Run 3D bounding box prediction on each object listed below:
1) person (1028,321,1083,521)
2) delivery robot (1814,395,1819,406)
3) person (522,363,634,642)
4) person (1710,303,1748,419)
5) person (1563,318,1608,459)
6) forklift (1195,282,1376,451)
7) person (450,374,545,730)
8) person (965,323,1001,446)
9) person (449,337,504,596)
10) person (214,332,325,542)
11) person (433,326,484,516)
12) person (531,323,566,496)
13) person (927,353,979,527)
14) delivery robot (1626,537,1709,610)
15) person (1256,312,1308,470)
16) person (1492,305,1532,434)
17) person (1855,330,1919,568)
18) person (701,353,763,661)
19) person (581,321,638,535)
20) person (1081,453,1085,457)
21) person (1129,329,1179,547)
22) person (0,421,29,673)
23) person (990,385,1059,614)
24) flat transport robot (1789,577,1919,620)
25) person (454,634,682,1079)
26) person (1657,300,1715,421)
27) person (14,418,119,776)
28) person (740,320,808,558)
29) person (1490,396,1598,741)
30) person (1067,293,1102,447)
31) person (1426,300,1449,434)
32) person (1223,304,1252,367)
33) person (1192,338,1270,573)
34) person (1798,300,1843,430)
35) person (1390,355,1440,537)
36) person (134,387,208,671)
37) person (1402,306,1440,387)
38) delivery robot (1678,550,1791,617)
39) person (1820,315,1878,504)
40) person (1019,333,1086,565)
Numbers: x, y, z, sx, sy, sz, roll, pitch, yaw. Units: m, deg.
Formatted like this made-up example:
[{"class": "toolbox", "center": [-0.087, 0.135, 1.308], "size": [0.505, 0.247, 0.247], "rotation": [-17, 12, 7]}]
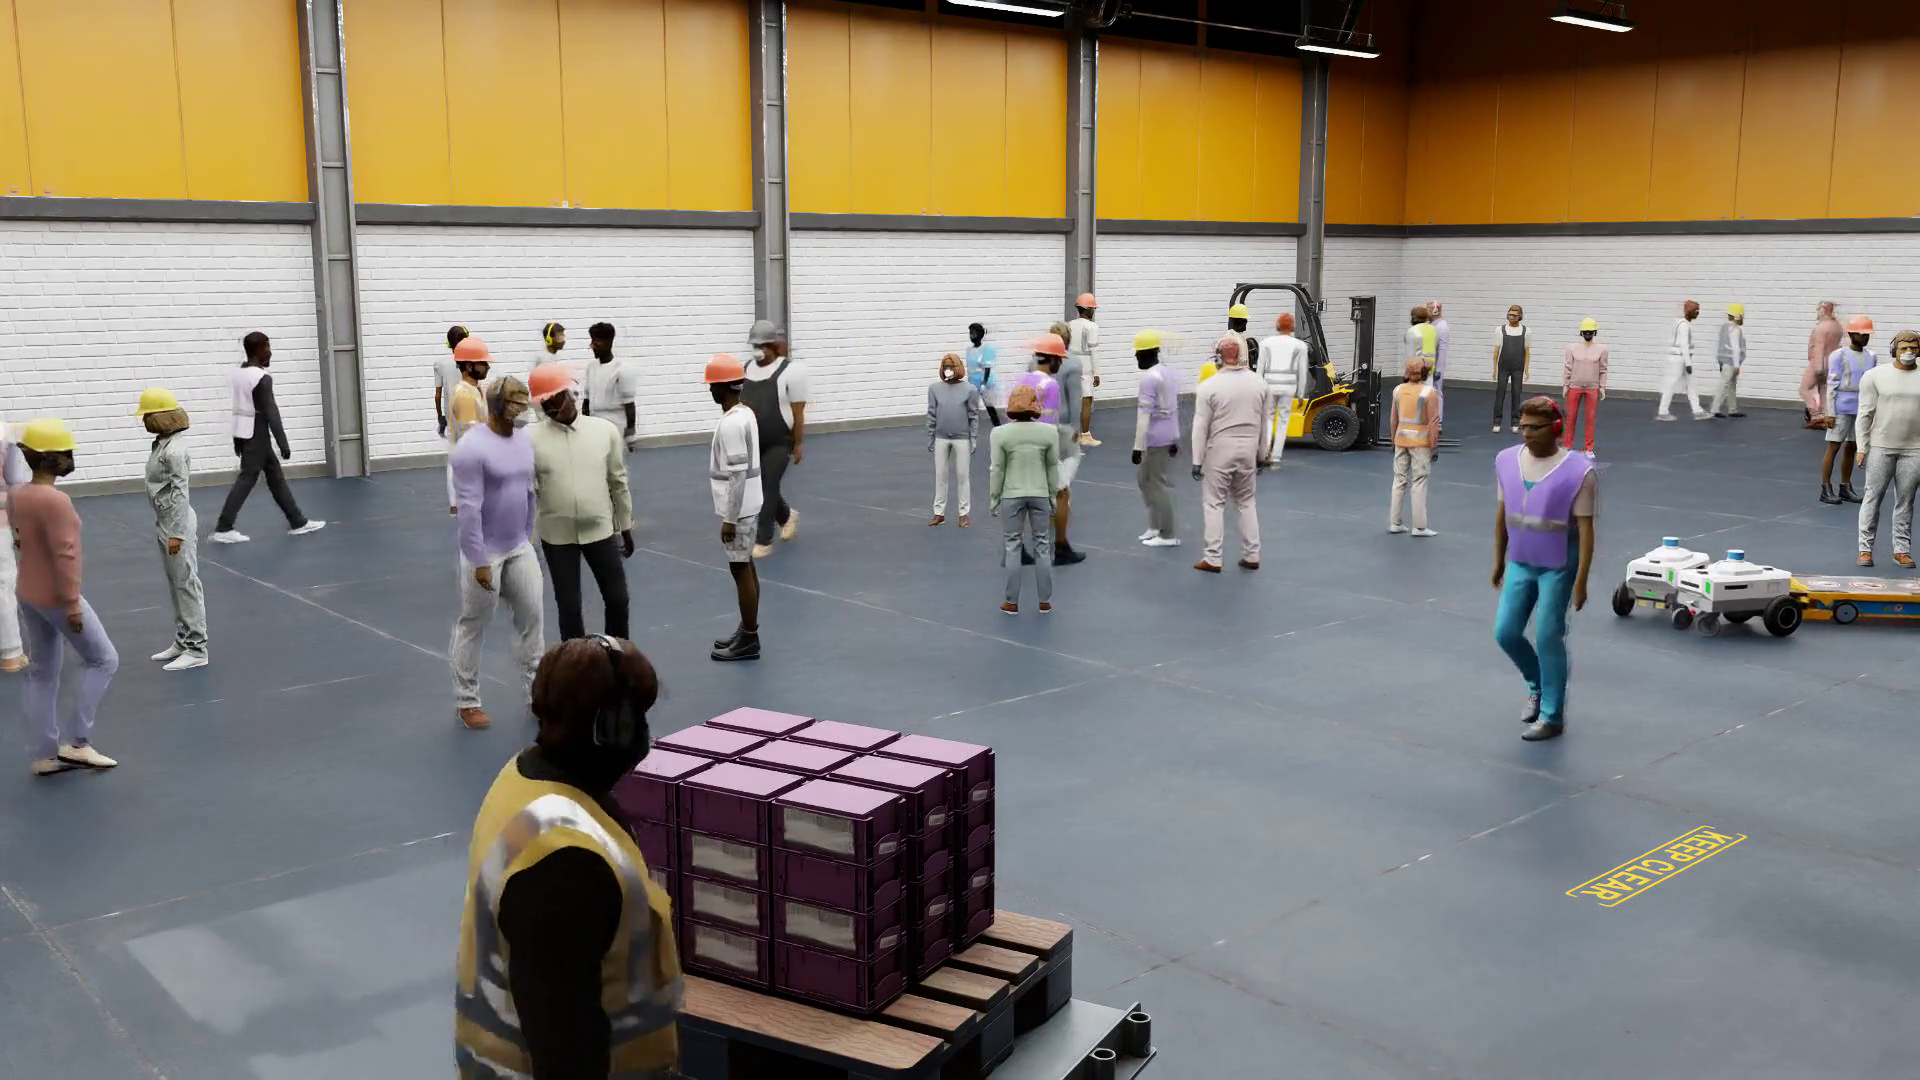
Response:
[{"class": "person", "center": [0.923, -1.128, 15.895], "size": [0.627, 1.917, 0.448], "rotation": [6, 12, 33]}, {"class": "delivery robot", "center": [13.137, -2.053, 25.031], "size": [0.477, 0.478, 0.707], "rotation": [0, 10, 1]}, {"class": "person", "center": [-2.185, -0.045, 9.479], "size": [0.698, 1.947, 0.531], "rotation": [-4, 10, -22]}, {"class": "person", "center": [12.028, -2.784, 25.941], "size": [0.510, 1.834, 0.608], "rotation": [2, 10, 10]}, {"class": "person", "center": [7.828, -1.898, 20.853], "size": [0.523, 1.769, 0.317], "rotation": [3, 10, 17]}, {"class": "forklift", "center": [4.328, -2.346, 22.227], "size": [2.313, 2.155, 1.214], "rotation": [3, 10, 16]}, {"class": "person", "center": [-2.451, 0.076, 8.923], "size": [0.659, 1.911, 0.642], "rotation": [4, 11, 25]}, {"class": "person", "center": [0.239, -2.035, 21.994], "size": [0.548, 1.646, 0.897], "rotation": [9, 13, 43]}, {"class": "person", "center": [-3.609, -0.542, 12.413], "size": [0.356, 1.937, 0.552], "rotation": [-3, 10, -17]}, {"class": "person", "center": [-6.248, -0.922, 14.865], "size": [1.023, 1.865, 0.613], "rotation": [-9, 13, -41]}, {"class": "person", "center": [-4.859, -1.156, 16.226], "size": [0.521, 1.865, 0.328], "rotation": [1, 10, 7]}, {"class": "person", "center": [-4.284, -1.348, 17.441], "size": [0.579, 1.838, 0.497], "rotation": [-1, 10, -5]}, {"class": "person", "center": [-0.068, -0.936, 15.610], "size": [0.501, 1.633, 0.282], "rotation": [3, 10, 15]}, {"class": "delivery robot", "center": [4.987, 0.221, 11.705], "size": [0.477, 0.478, 0.707], "rotation": [9, 13, 43]}, {"class": "person", "center": [3.807, -1.758, 19.745], "size": [0.612, 1.863, 0.414], "rotation": [3, 10, 17]}, {"class": "person", "center": [7.894, -2.439, 23.800], "size": [0.506, 1.842, 0.348], "rotation": [2, 10, 11]}, {"class": "person", "center": [7.640, -0.738, 13.563], "size": [0.630, 1.940, 0.372], "rotation": [2, 10, 14]}, {"class": "person", "center": [-1.429, -0.203, 10.441], "size": [0.375, 1.934, 0.547], "rotation": [0, 10, 0]}, {"class": "person", "center": [-3.218, -1.001, 15.084], "size": [0.513, 1.947, 0.601], "rotation": [-9, 14, -44]}, {"class": "person", "center": [1.164, -1.846, 21.067], "size": [0.864, 1.593, 0.516], "rotation": [4, 10, 20]}, {"class": "person", "center": [1.674, -0.883, 14.512], "size": [0.562, 1.898, 0.612], "rotation": [4, 11, 23]}, {"class": "person", "center": [-5.977, -0.088, 10.041], "size": [0.633, 1.842, 0.429], "rotation": [-5, 11, -27]}, {"class": "person", "center": [0.454, -0.283, 11.792], "size": [0.500, 1.632, 0.286], "rotation": [-1, 10, -7]}, {"class": "flat transport robot", "center": [6.464, 0.411, 11.706], "size": [1.431, 0.197, 0.652], "rotation": [2, 10, 9]}, {"class": "person", "center": [-0.760, 1.089, 3.263], "size": [0.432, 1.813, 0.865], "rotation": [-3, 10, -17]}, {"class": "person", "center": [11.192, -2.731, 25.483], "size": [0.913, 1.846, 0.612], "rotation": [5, 11, 28]}, {"class": "person", "center": [-4.358, 0.280, 8.116], "size": [0.546, 1.751, 0.449], "rotation": [8, 12, 39]}, {"class": "person", "center": [-1.630, -0.911, 14.276], "size": [0.687, 2.000, 0.894], "rotation": [5, 11, 28]}, {"class": "person", "center": [3.037, 0.148, 8.722], "size": [0.459, 1.817, 0.632], "rotation": [-7, 12, -34]}, {"class": "person", "center": [1.660, -2.260, 22.163], "size": [0.393, 2.041, 0.614], "rotation": [-7, 12, -37]}, {"class": "person", "center": [6.716, -2.455, 23.705], "size": [0.407, 1.906, 0.655], "rotation": [0, 10, 1]}, {"class": "person", "center": [3.533, -2.049, 21.268], "size": [0.370, 1.925, 0.594], "rotation": [4, 10, 22]}, {"class": "person", "center": [2.167, -0.682, 13.405], "size": [0.678, 1.887, 0.396], "rotation": [-4, 10, -20]}, {"class": "person", "center": [12.543, -2.536, 24.237], "size": [0.646, 1.888, 0.431], "rotation": [-6, 11, -31]}, {"class": "person", "center": [4.119, -0.848, 15.078], "size": [0.310, 1.638, 0.522], "rotation": [-7, 12, -34]}, {"class": "person", "center": [-4.864, -0.074, 10.248], "size": [0.299, 1.743, 0.486], "rotation": [-7, 12, -35]}, {"class": "person", "center": [6.435, -2.357, 23.337], "size": [0.634, 1.840, 0.428], "rotation": [-6, 12, -33]}, {"class": "delivery robot", "center": [5.209, 0.309, 11.198], "size": [0.707, 0.478, 0.477], "rotation": [-3, 10, -15]}, {"class": "person", "center": [9.130, -1.330, 17.028], "size": [0.547, 1.938, 0.377], "rotation": [-2, 10, -14]}, {"class": "person", "center": [0.733, -0.733, 13.634], "size": [0.789, 1.905, 0.550], "rotation": [-6, 11, -30]}]
